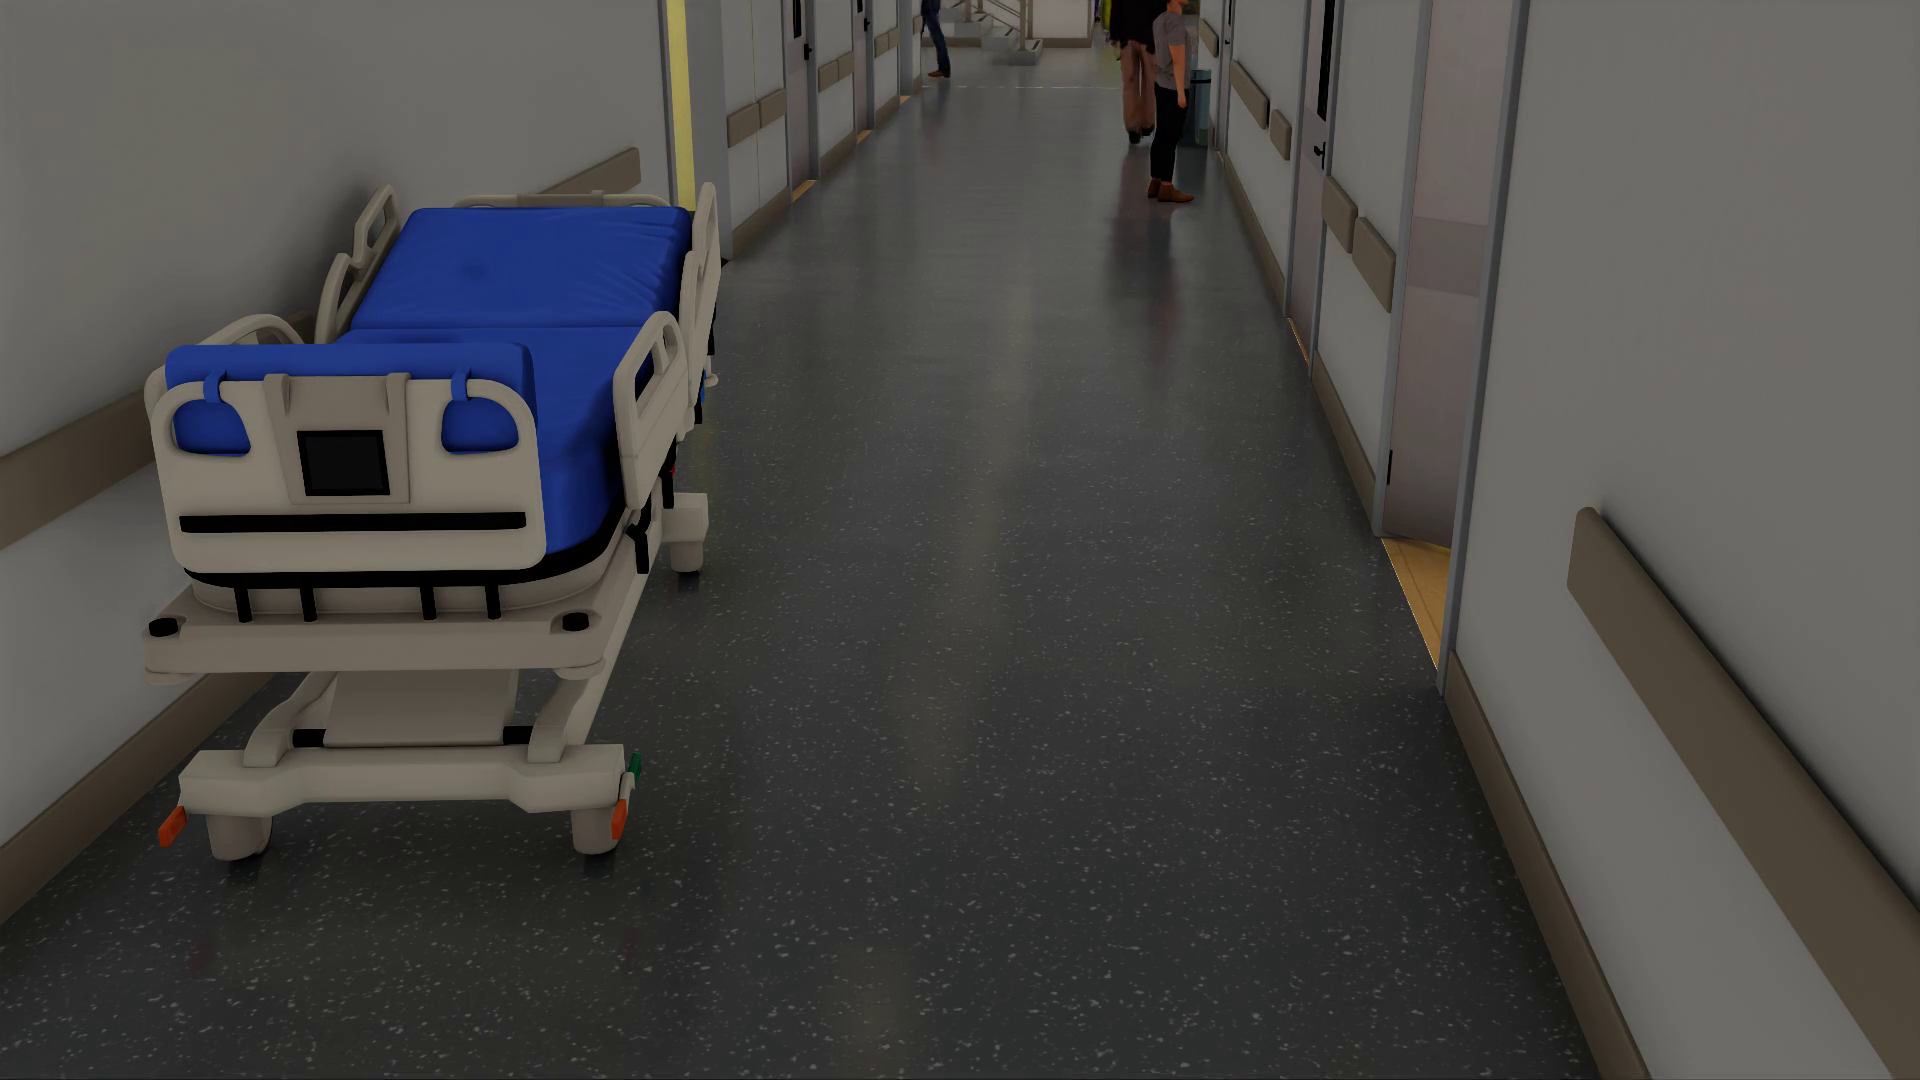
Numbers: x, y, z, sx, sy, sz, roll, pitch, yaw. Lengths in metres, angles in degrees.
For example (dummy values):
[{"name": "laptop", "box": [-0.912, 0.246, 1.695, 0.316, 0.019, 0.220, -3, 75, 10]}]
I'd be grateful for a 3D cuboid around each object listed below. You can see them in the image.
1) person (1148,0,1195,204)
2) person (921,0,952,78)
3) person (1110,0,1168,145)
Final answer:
[{"name": "person", "box": [1.636, -3.525, 12.931, 0.608, 1.724, 0.655, -3, 21, -8]}, {"name": "person", "box": [-0.317, -7.161, 22.394, 1.082, 1.822, 0.749, 0, 21, 1]}, {"name": "person", "box": [1.716, -4.771, 15.976, 1.009, 1.899, 0.822, 3, 21, 8]}]
